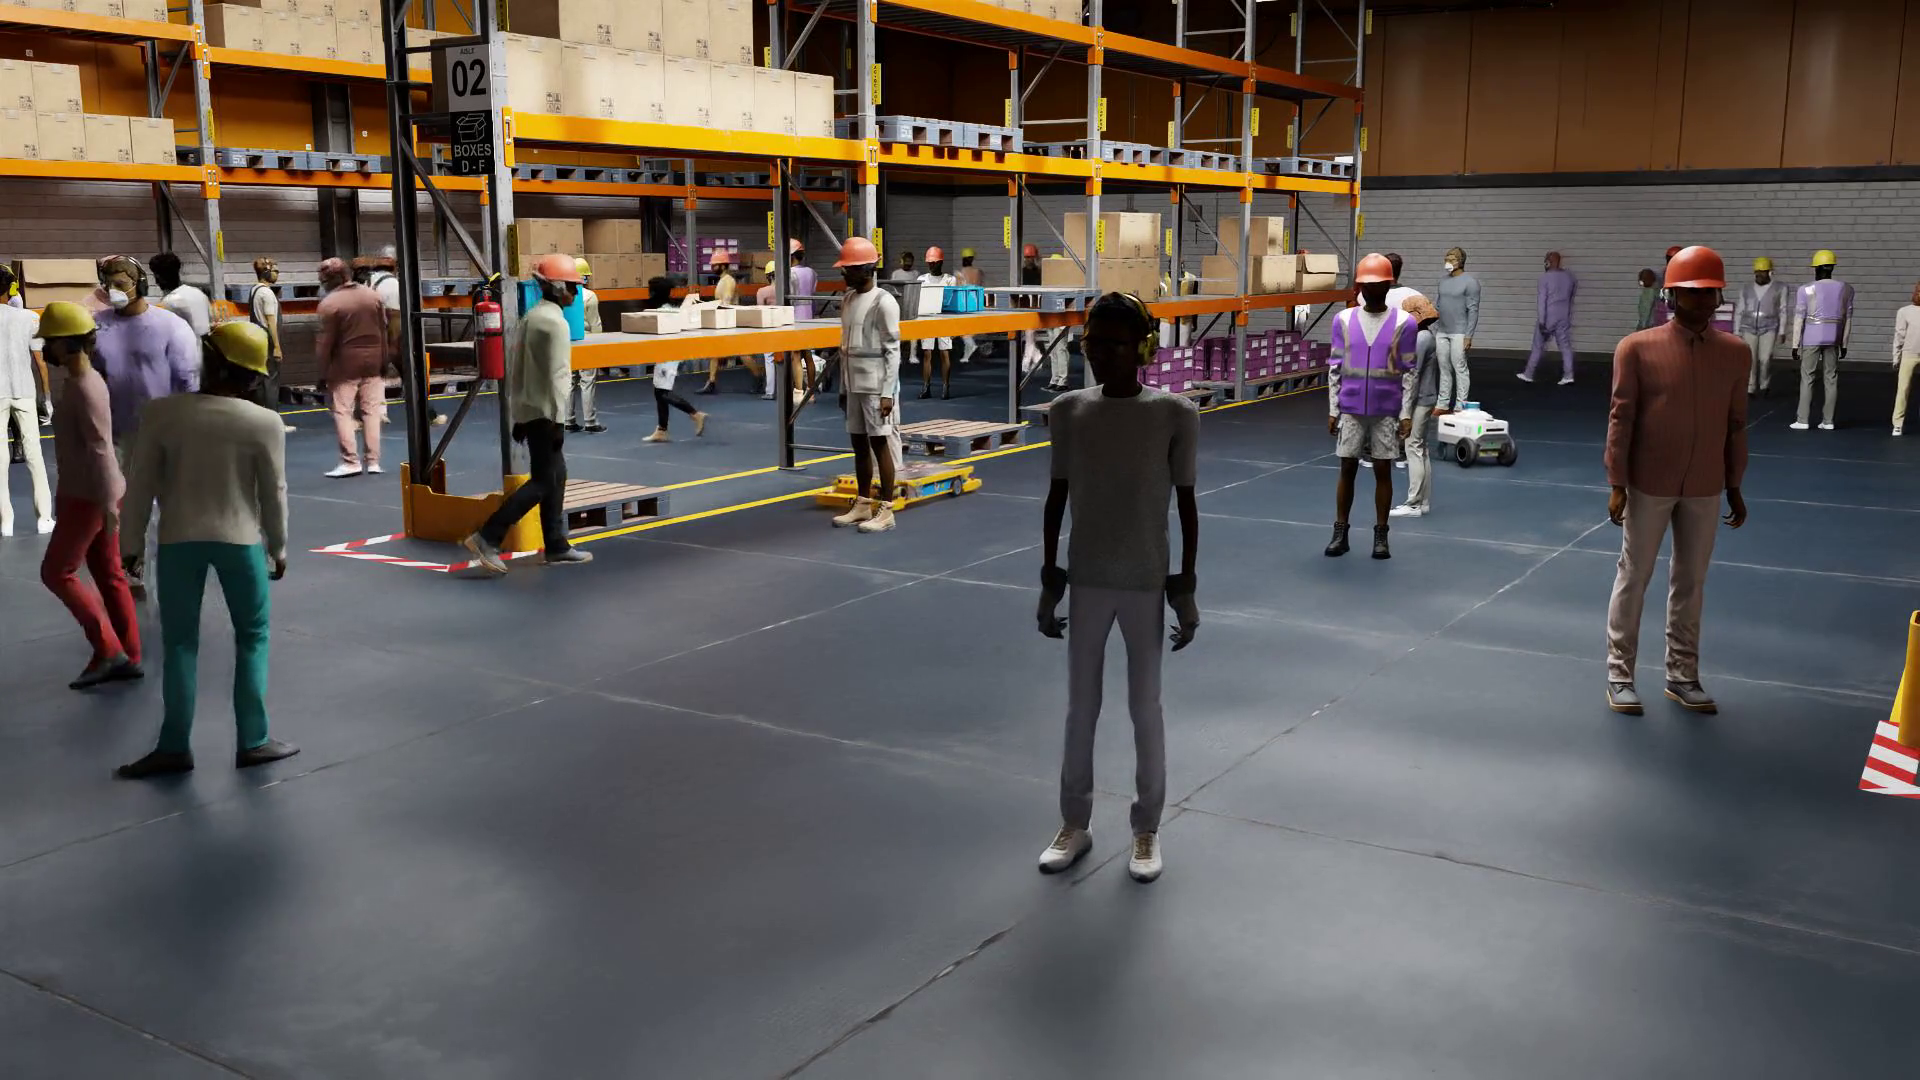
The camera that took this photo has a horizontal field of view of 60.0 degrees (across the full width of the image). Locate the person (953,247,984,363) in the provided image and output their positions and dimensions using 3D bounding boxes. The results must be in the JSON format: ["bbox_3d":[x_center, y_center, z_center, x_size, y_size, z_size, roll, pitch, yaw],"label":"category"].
[{"bbox_3d":[0.151,-3.852,27.337,0.601,1.907,0.541,-7,12,-33],"label":"person"}]

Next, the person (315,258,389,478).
[{"bbox_3d":[-5.208,-1.464,14.260,0.436,1.883,0.716,7,13,35],"label":"person"}]

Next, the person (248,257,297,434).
[{"bbox_3d":[-7.239,-2.032,17.432,0.330,1.843,0.520,-8,13,-39],"label":"person"}]

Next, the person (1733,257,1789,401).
[{"bbox_3d":[10.045,-2.644,20.905,0.616,1.813,0.442,9,13,40],"label":"person"}]

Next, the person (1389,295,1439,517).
[{"bbox_3d":[3.350,-0.984,12.242,0.299,1.622,0.503,5,11,24],"label":"person"}]

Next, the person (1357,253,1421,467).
[{"bbox_3d":[3.822,-1.598,14.864,0.592,1.909,0.408,1,10,8],"label":"person"}]

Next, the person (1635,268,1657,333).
[{"bbox_3d":[10.168,-3.184,24.467,0.632,1.615,0.518,1,10,7],"label":"person"}]

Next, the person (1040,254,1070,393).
[{"bbox_3d":[1.288,-2.873,22.123,0.403,1.835,0.586,-3,11,-15],"label":"person"}]

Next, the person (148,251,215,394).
[{"bbox_3d":[-6.689,-1.545,14.541,0.370,1.931,0.767,2,10,9],"label":"person"}]

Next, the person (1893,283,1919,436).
[{"bbox_3d":[9.890,-1.867,17.135,0.493,1.625,0.276,5,11,24],"label":"person"}]

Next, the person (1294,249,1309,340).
[{"bbox_3d":[5.345,-3.651,26.318,0.580,1.879,0.347,-9,14,-42],"label":"person"}]

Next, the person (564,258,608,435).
[{"bbox_3d":[-3.968,-2.017,17.385,0.601,1.830,0.403,5,11,27],"label":"person"}]

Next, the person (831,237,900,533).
[{"bbox_3d":[-0.667,-1.066,11.538,0.394,2.040,0.610,-8,13,-36],"label":"person"}]

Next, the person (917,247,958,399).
[{"bbox_3d":[-0.304,-2.744,21.123,0.551,1.935,0.375,2,10,11],"label":"person"}]

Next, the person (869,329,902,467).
[{"bbox_3d":[-0.647,-1.164,13.212,0.311,1.635,0.511,-8,13,-38],"label":"person"}]

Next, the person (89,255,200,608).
[{"bbox_3d":[-4.496,-0.583,9.142,0.634,1.937,0.354,0,10,-1],"label":"person"}]

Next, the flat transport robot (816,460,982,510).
[{"bbox_3d":[-0.452,-0.440,12.976,0.652,0.197,1.431,6,12,29],"label":"flat transport robot"}]

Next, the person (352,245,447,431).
[{"bbox_3d":[-6.077,-2.182,17.722,0.681,2.000,0.983,8,13,36],"label":"person"}]

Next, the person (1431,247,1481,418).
[{"bbox_3d":[5.563,-2.317,18.753,0.372,1.940,0.627,-5,11,-26],"label":"person"}]

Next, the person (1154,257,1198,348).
[{"bbox_3d":[2.993,-3.041,23.059,0.628,1.837,0.429,0,10,1],"label":"person"}]

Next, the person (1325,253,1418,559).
[{"bbox_3d":[2.607,-0.842,10.578,0.545,1.939,0.374,4,11,22],"label":"person"}]

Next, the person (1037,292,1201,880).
[{"bbox_3d":[0.501,0.153,5.274,0.526,1.865,0.315,3,11,17],"label":"person"}]

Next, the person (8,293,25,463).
[{"bbox_3d":[-8.732,-1.642,15.028,0.549,1.932,0.375,-3,11,-16],"label":"person"}]

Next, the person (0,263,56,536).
[{"bbox_3d":[-6.529,-0.959,11.419,0.523,1.870,0.317,-5,11,-25],"label":"person"}]

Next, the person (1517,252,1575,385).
[{"bbox_3d":[8.337,-3.112,23.397,0.648,1.855,0.986,-3,11,-18],"label":"person"}]

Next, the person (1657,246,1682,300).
[{"bbox_3d":[10.753,-3.477,25.206,0.366,1.931,0.542,2,10,10],"label":"person"}]

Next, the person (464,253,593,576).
[{"bbox_3d":[-2.638,-0.761,10.123,0.814,1.956,0.636,-6,12,-30],"label":"person"}]

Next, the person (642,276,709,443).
[{"bbox_3d":[-2.856,-1.785,16.518,0.596,1.673,0.539,-1,10,-6],"label":"person"}]

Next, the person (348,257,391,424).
[{"bbox_3d":[-6.547,-2.176,18.274,0.624,1.836,0.429,-6,12,-31],"label":"person"}]

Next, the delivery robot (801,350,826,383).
[{"bbox_3d":[-1.975,-2.290,22.175,0.477,0.478,0.707,0,10,0],"label":"delivery robot"}]

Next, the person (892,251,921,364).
[{"bbox_3d":[-0.848,-3.755,26.979,0.607,1.836,0.729,-5,11,-26],"label":"person"}]

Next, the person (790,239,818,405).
[{"bbox_3d":[-2.011,-2.670,20.444,0.392,2.034,0.605,7,12,32],"label":"person"}]

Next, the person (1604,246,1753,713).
[{"bbox_3d":[3.069,-0.246,7.121,0.610,1.996,0.379,-1,10,-3],"label":"person"}]

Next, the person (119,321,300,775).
[{"bbox_3d":[-2.920,0.033,6.351,0.691,1.717,0.321,-3,11,-17],"label":"person"}]

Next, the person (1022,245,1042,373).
[{"bbox_3d":[1.074,-3.556,25.634,0.614,1.941,1.068,7,12,33],"label":"person"}]

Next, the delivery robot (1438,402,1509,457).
[{"bbox_3d":[4.641,-1.004,15.050,0.477,0.478,0.707,-3,11,-15],"label":"delivery robot"}]

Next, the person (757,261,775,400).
[{"bbox_3d":[-2.350,-2.656,21.140,0.518,1.756,0.348,-7,12,-35],"label":"person"}]

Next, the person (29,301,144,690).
[{"bbox_3d":[-3.964,-0.194,7.500,0.442,1.751,0.538,-5,11,-24],"label":"person"}]

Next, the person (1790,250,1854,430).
[{"bbox_3d":[9.181,-2.125,17.757,0.592,1.919,0.398,1,10,6],"label":"person"}]

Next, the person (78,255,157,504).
[{"bbox_3d":[-6.294,-1.181,12.545,0.406,1.906,0.654,4,11,19],"label":"person"}]

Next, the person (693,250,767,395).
[{"bbox_3d":[-2.988,-2.832,21.748,0.955,1.902,0.549,-5,11,-26],"label":"person"}]
